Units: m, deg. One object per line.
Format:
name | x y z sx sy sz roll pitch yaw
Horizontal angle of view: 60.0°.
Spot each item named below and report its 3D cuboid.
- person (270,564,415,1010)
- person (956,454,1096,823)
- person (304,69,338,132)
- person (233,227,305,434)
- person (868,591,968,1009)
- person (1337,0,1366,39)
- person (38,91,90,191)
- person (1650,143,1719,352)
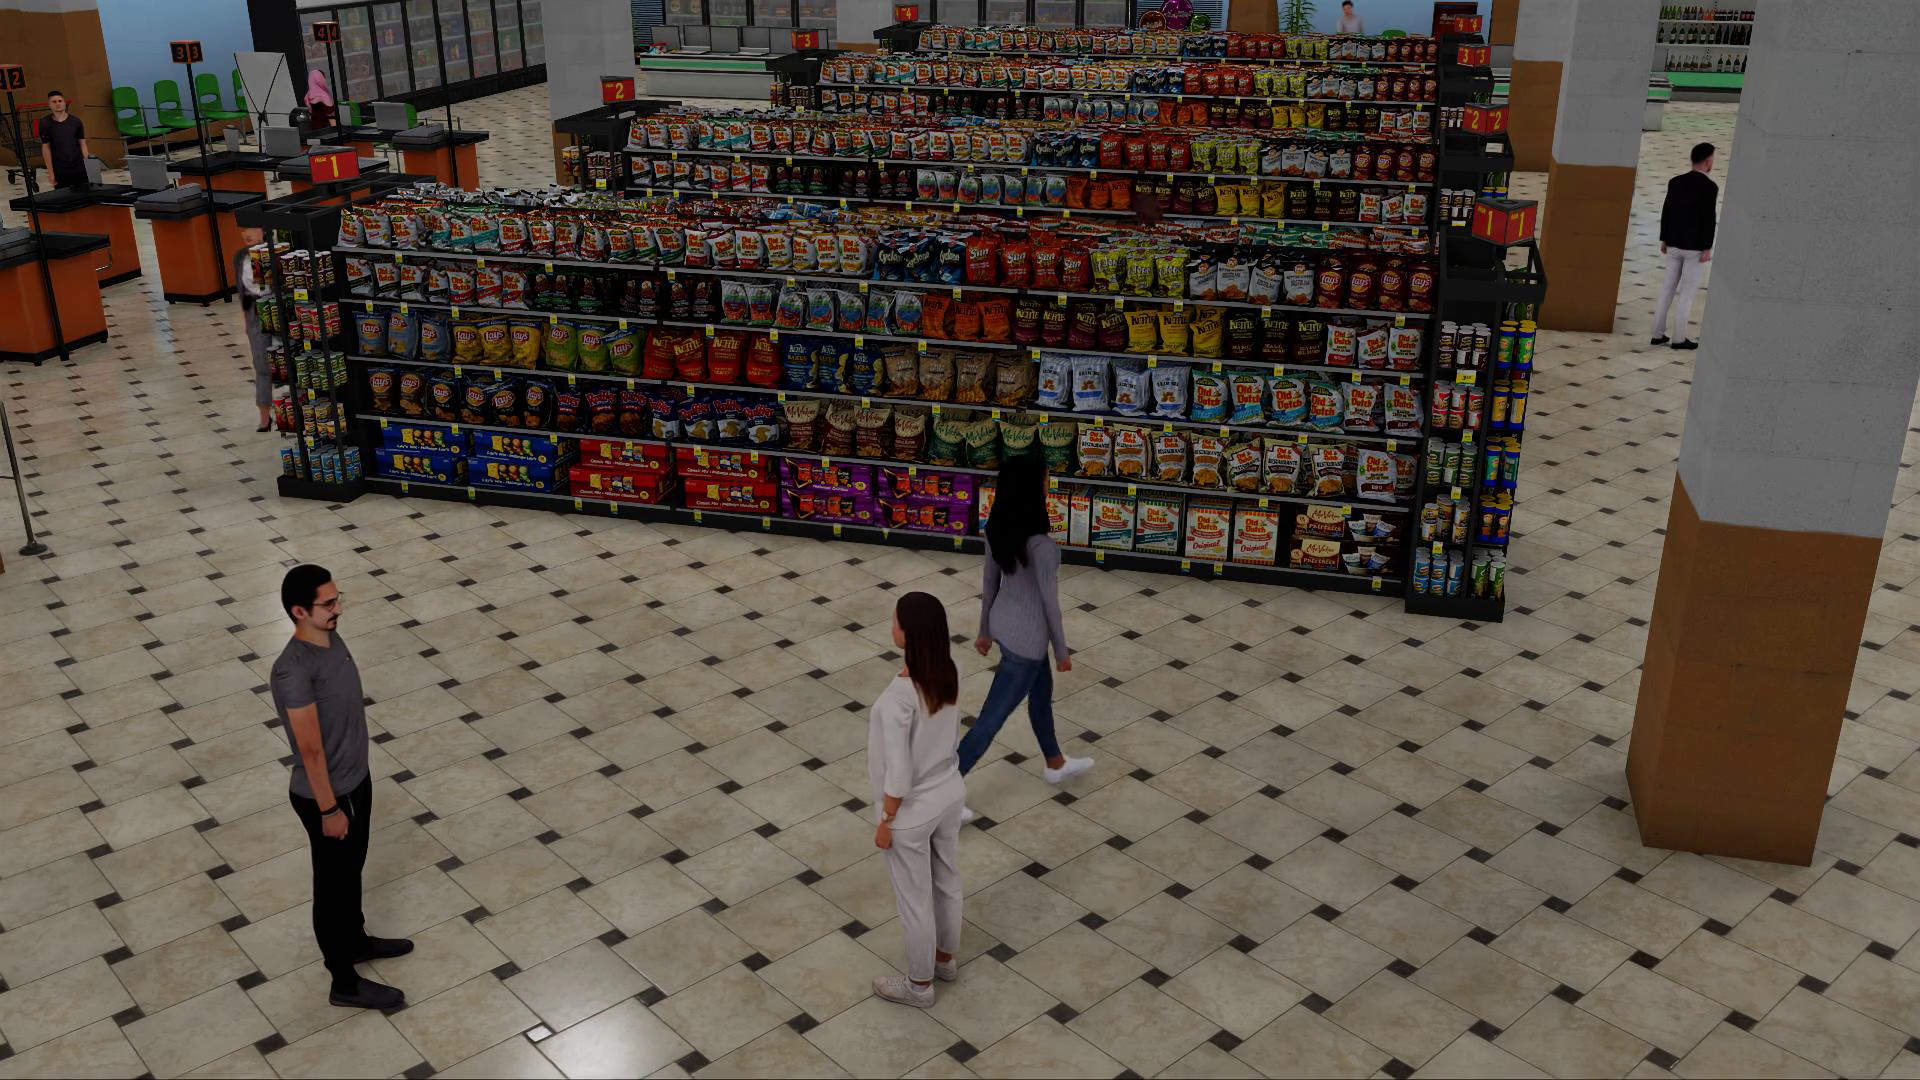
person | -2.362 0.909 6.252 0.688 1.754 0.701 -4 22 -9
person | 0.174 0.488 7.384 1.216 1.692 1.114 -11 24 -25
person | -8.500 -5.465 22.274 0.683 1.637 0.810 16 27 35
person | -5.285 -1.681 12.876 1.104 1.621 0.901 -1 22 -2
person | -0.143 0.965 6.202 0.631 1.688 0.655 13 25 29
person | 7.391 -9.177 31.385 0.975 1.731 0.921 -1 22 -4
person | -10.211 -4.243 19.062 0.715 1.764 0.732 -18 28 -38
person | 6.528 -2.643 14.977 0.779 1.841 0.718 -12 25 -28
